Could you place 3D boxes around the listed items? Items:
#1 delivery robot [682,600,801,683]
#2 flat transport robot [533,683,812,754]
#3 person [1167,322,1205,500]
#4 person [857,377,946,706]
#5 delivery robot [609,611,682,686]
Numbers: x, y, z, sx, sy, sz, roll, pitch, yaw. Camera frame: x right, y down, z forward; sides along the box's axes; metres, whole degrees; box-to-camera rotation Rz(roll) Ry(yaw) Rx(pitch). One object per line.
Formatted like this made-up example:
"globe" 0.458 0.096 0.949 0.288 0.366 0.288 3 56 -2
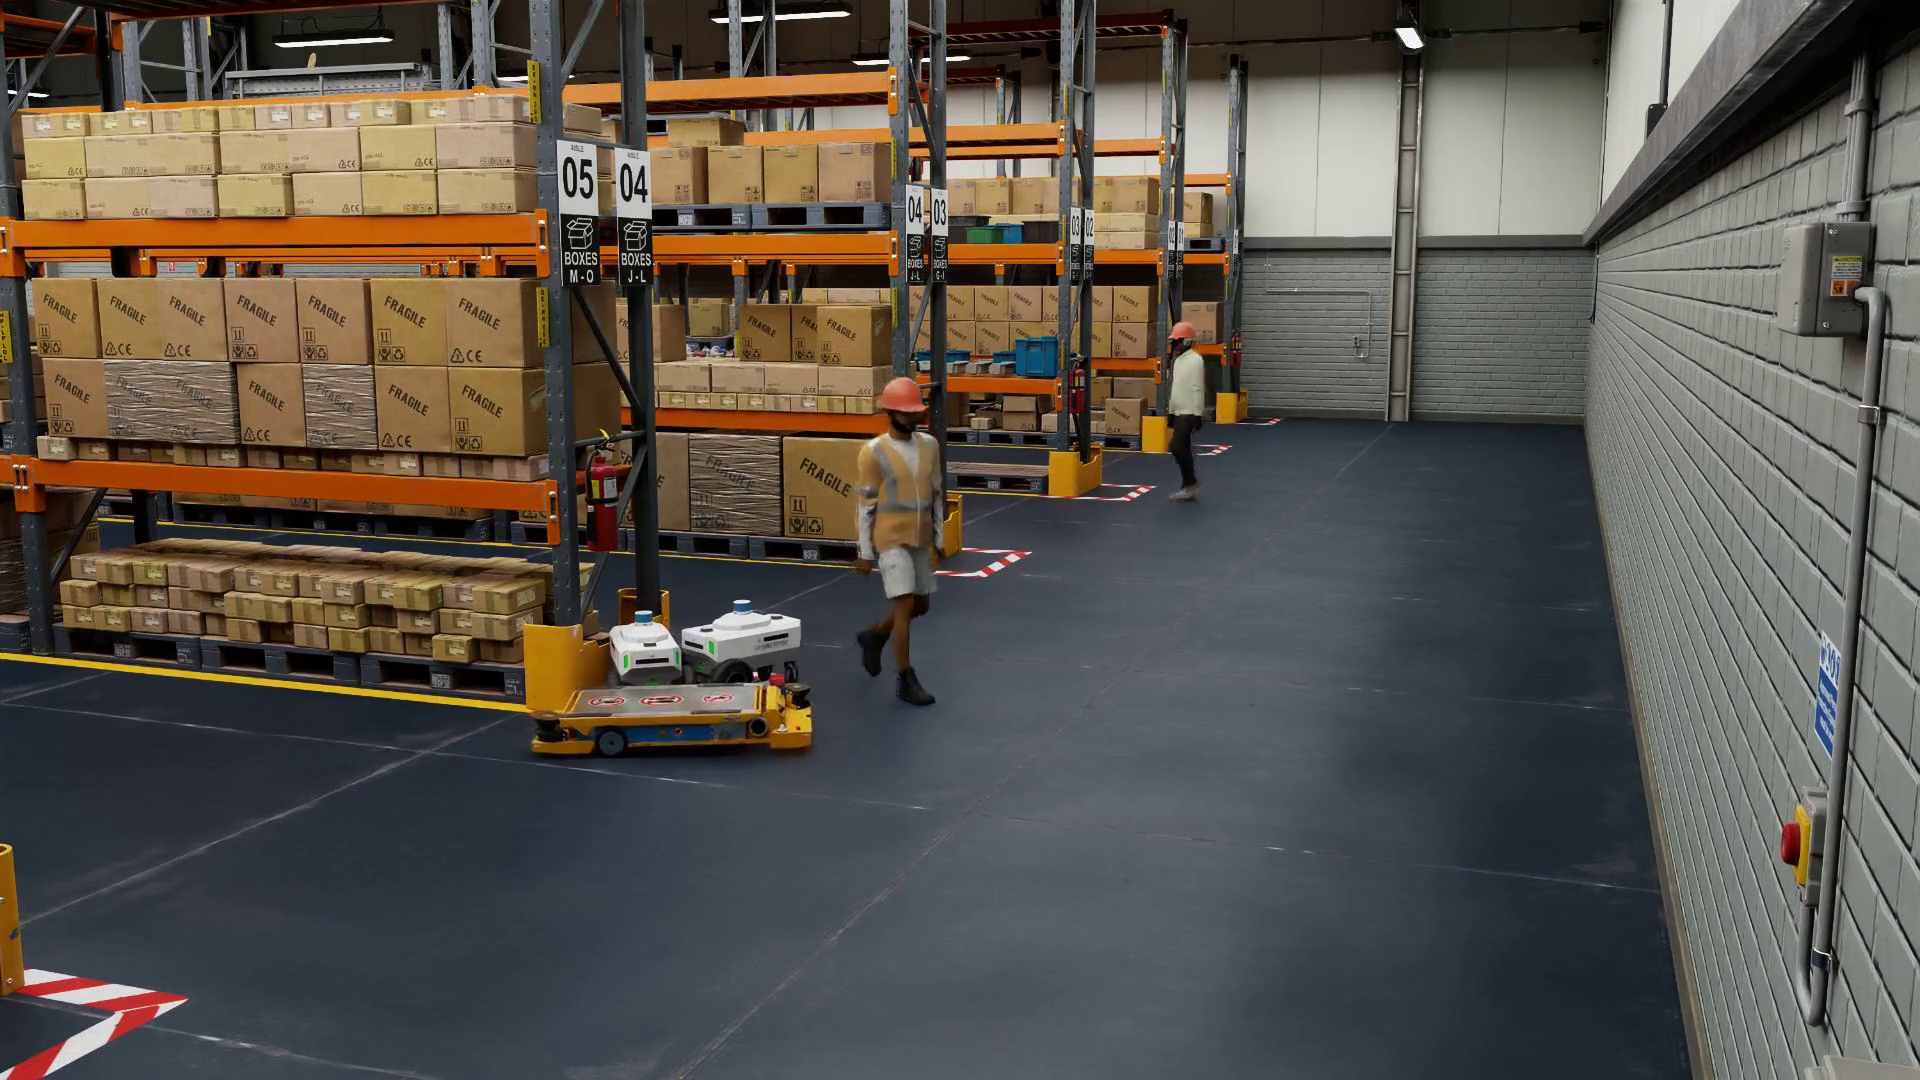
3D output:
"delivery robot" -1.293 0.601 9.901 0.707 0.478 0.477 -9 13 -43
"flat transport robot" -1.518 0.946 8.920 1.431 0.197 0.652 -1 9 -6
"person" 2.448 -1.402 18.272 0.459 1.972 0.646 -2 9 -14
"person" -0.372 -0.018 9.827 0.553 1.908 0.742 -7 12 -39
"delivery robot" -1.819 0.651 9.589 0.477 0.478 0.707 -3 10 -17
